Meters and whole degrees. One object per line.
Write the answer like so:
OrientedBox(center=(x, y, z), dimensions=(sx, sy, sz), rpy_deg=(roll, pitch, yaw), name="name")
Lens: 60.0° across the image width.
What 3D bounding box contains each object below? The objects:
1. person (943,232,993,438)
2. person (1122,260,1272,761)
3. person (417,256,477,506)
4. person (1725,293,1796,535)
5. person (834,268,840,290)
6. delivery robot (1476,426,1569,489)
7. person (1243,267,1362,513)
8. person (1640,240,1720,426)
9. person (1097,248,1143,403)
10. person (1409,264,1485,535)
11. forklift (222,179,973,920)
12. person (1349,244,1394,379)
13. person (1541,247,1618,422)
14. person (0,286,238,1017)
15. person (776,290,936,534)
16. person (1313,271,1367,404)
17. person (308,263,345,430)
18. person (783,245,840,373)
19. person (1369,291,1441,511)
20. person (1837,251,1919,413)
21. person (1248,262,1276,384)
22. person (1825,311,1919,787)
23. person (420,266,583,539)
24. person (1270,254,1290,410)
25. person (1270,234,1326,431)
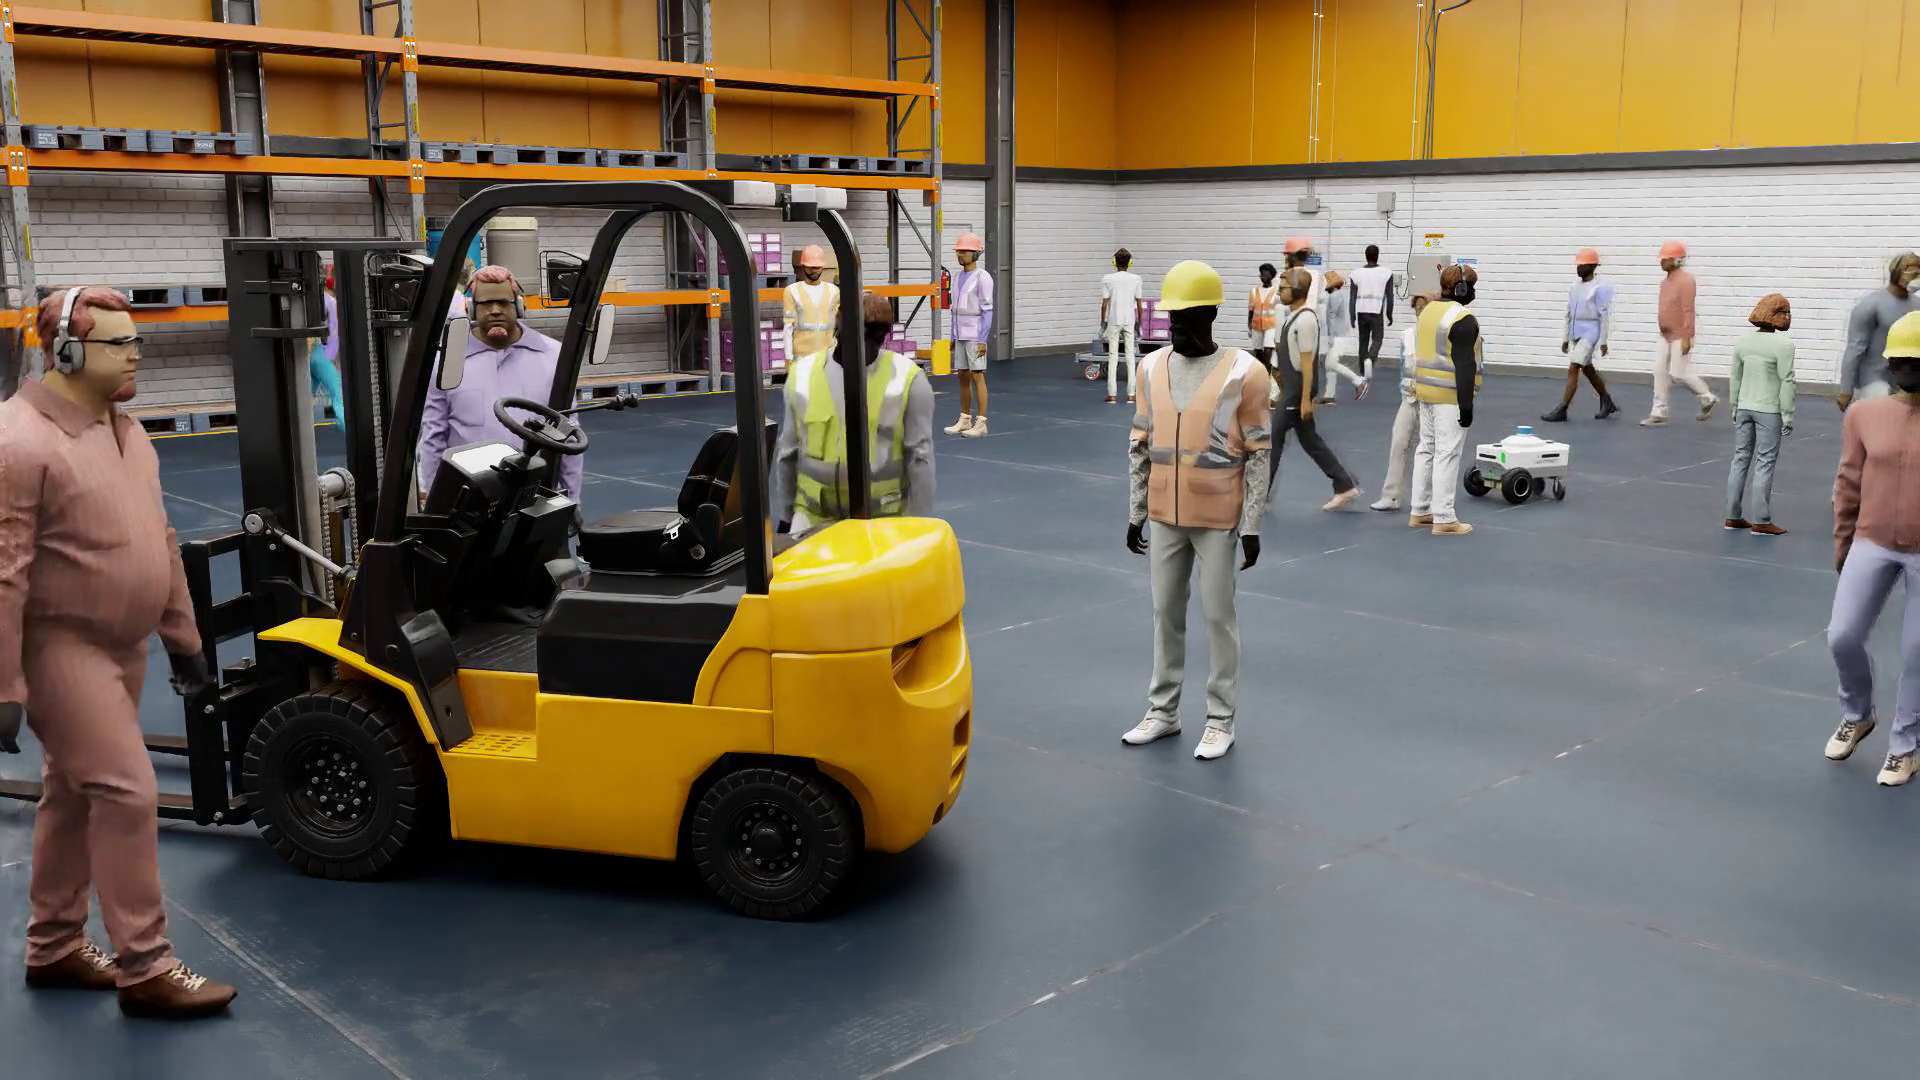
OrientedBox(center=(0.082, -2.056, 16.735), dimensions=(0.364, 2.048, 0.611), rpy_deg=(-7, 13, -34), name="person")
OrientedBox(center=(0.899, -0.109, 6.448), dimensions=(0.594, 1.924, 0.382), rpy_deg=(8, 13, 37), name="person")
OrientedBox(center=(-3.709, -1.210, 12.569), dimensions=(1.037, 1.881, 0.641), rpy_deg=(-5, 12, -26), name="person")
OrientedBox(center=(5.452, -0.853, 11.306), dimensions=(0.267, 1.631, 0.509), rpy_deg=(-4, 11, -19), name="person")
OrientedBox(center=(-1.292, -2.199, 18.421), dimensions=(0.376, 1.734, 0.537), rpy_deg=(-2, 11, -13), name="person")
OrientedBox(center=(4.329, -0.633, 12.796), dimensions=(0.707, 0.478, 0.477), rpy_deg=(-5, 11, -25), name="delivery robot")
OrientedBox(center=(2.484, -1.078, 12.089), dimensions=(0.960, 1.805, 0.527), rpy_deg=(1, 10, 8), name="person")
OrientedBox(center=(7.650, -2.176, 17.585), dimensions=(0.723, 1.977, 0.633), rpy_deg=(-2, 11, -9), name="person")
OrientedBox(center=(1.927, -2.580, 20.112), dimensions=(0.574, 1.870, 0.320), rpy_deg=(0, 10, 0), name="person")
OrientedBox(center=(3.331, -0.956, 11.345), dimensions=(0.430, 1.835, 0.622), rpy_deg=(-2, 11, -11), name="person")
OrientedBox(center=(-1.114, -0.058, 5.440), dimensions=(2.313, 2.155, 1.214), rpy_deg=(2, 11, 13), name="forklift")
OrientedBox(center=(5.712, -3.158, 23.166), dimensions=(0.598, 1.899, 0.685), rpy_deg=(5, 11, 24), name="person")
OrientedBox(center=(6.859, -2.242, 18.183), dimensions=(0.995, 1.898, 0.554), rpy_deg=(-3, 11, -16), name="person")
OrientedBox(center=(-2.185, 0.301, 4.307), dimensions=(0.775, 1.886, 0.692), rpy_deg=(0, 10, 1), name="person")
OrientedBox(center=(-0.432, -0.090, 6.675), dimensions=(0.709, 1.814, 0.434), rpy_deg=(2, 11, 12), name="person")
OrientedBox(center=(4.558, -2.408, 19.861), dimensions=(0.555, 1.599, 0.560), rpy_deg=(3, 11, 14), name="person")
OrientedBox(center=(-5.879, -1.640, 15.258), dimensions=(1.058, 1.774, 0.619), rpy_deg=(-3, 11, -16), name="person")
OrientedBox(center=(-1.334, -1.718, 15.202), dimensions=(0.551, 1.933, 0.373), rpy_deg=(-4, 11, -20), name="person")
OrientedBox(center=(3.287, -0.971, 11.980), dimensions=(0.680, 1.620, 0.524), rpy_deg=(-9, 14, -39), name="person")
OrientedBox(center=(6.593, -1.050, 11.654), dimensions=(0.627, 1.898, 0.933), rpy_deg=(-5, 11, -25), name="person")
OrientedBox(center=(4.012, -2.766, 21.631), dimensions=(0.538, 1.679, 0.687), rpy_deg=(8, 13, 36), name="person")
OrientedBox(center=(3.462, 0.043, 6.101), dimensions=(0.537, 1.755, 0.364), rpy_deg=(10, 14, 43), name="person")
OrientedBox(center=(-1.879, -0.171, 6.871), dimensions=(0.642, 1.902, 0.401), rpy_deg=(-4, 11, -20), name="person")
OrientedBox(center=(3.764, -2.390, 19.115), dimensions=(0.554, 1.838, 0.859), rpy_deg=(9, 14, 40), name="person")
OrientedBox(center=(3.457, -2.100, 17.047), dimensions=(0.624, 2.031, 0.466), rpy_deg=(-4, 11, -23), name="person")
